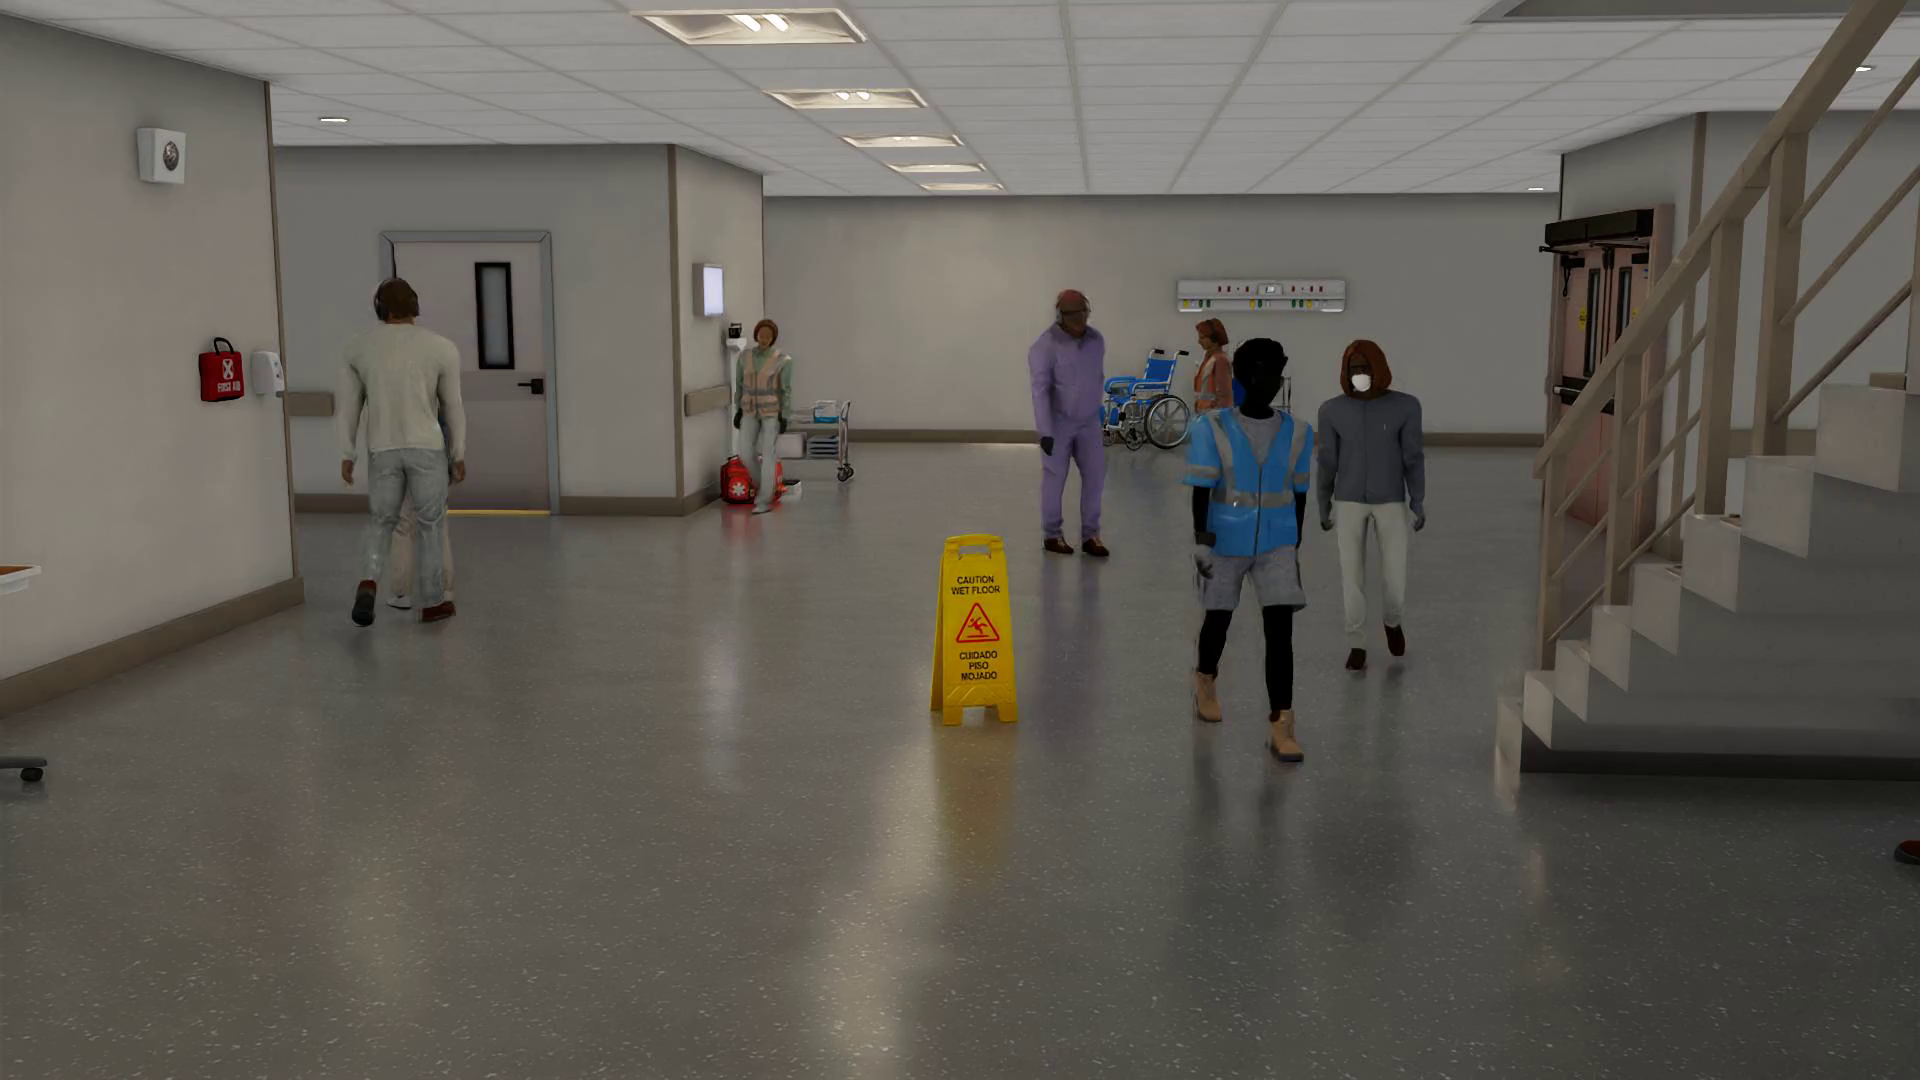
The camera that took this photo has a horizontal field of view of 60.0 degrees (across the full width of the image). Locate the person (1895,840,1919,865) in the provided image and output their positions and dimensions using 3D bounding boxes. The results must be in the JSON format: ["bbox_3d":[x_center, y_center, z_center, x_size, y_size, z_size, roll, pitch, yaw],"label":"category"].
[{"bbox_3d":[3.124,0.120,5.034,0.370,1.932,0.625,1,8,10],"label":"person"}]

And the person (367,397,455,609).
[{"bbox_3d":[-3.176,-0.414,9.667,0.512,1.628,0.318,-8,12,-43],"label":"person"}]

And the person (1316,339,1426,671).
[{"bbox_3d":[1.995,-0.171,8.077,0.526,1.606,0.479,3,9,20],"label":"person"}]

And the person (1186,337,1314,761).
[{"bbox_3d":[1.162,-0.001,6.770,0.532,1.656,0.872,-1,8,-4],"label":"person"}]

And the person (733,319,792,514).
[{"bbox_3d":[-1.636,-1.025,13.826,0.544,1.617,0.389,3,9,21],"label":"person"}]

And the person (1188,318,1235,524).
[{"bbox_3d":[1.975,-0.902,12.949,0.315,1.639,0.514,-1,8,-5],"label":"person"}]

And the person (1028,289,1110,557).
[{"bbox_3d":[0.754,-0.796,11.511,0.673,1.853,0.708,-5,10,-29],"label":"person"}]

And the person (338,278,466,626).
[{"bbox_3d":[-3.051,-0.466,9.073,0.629,1.918,0.589,-1,8,-5],"label":"person"}]
